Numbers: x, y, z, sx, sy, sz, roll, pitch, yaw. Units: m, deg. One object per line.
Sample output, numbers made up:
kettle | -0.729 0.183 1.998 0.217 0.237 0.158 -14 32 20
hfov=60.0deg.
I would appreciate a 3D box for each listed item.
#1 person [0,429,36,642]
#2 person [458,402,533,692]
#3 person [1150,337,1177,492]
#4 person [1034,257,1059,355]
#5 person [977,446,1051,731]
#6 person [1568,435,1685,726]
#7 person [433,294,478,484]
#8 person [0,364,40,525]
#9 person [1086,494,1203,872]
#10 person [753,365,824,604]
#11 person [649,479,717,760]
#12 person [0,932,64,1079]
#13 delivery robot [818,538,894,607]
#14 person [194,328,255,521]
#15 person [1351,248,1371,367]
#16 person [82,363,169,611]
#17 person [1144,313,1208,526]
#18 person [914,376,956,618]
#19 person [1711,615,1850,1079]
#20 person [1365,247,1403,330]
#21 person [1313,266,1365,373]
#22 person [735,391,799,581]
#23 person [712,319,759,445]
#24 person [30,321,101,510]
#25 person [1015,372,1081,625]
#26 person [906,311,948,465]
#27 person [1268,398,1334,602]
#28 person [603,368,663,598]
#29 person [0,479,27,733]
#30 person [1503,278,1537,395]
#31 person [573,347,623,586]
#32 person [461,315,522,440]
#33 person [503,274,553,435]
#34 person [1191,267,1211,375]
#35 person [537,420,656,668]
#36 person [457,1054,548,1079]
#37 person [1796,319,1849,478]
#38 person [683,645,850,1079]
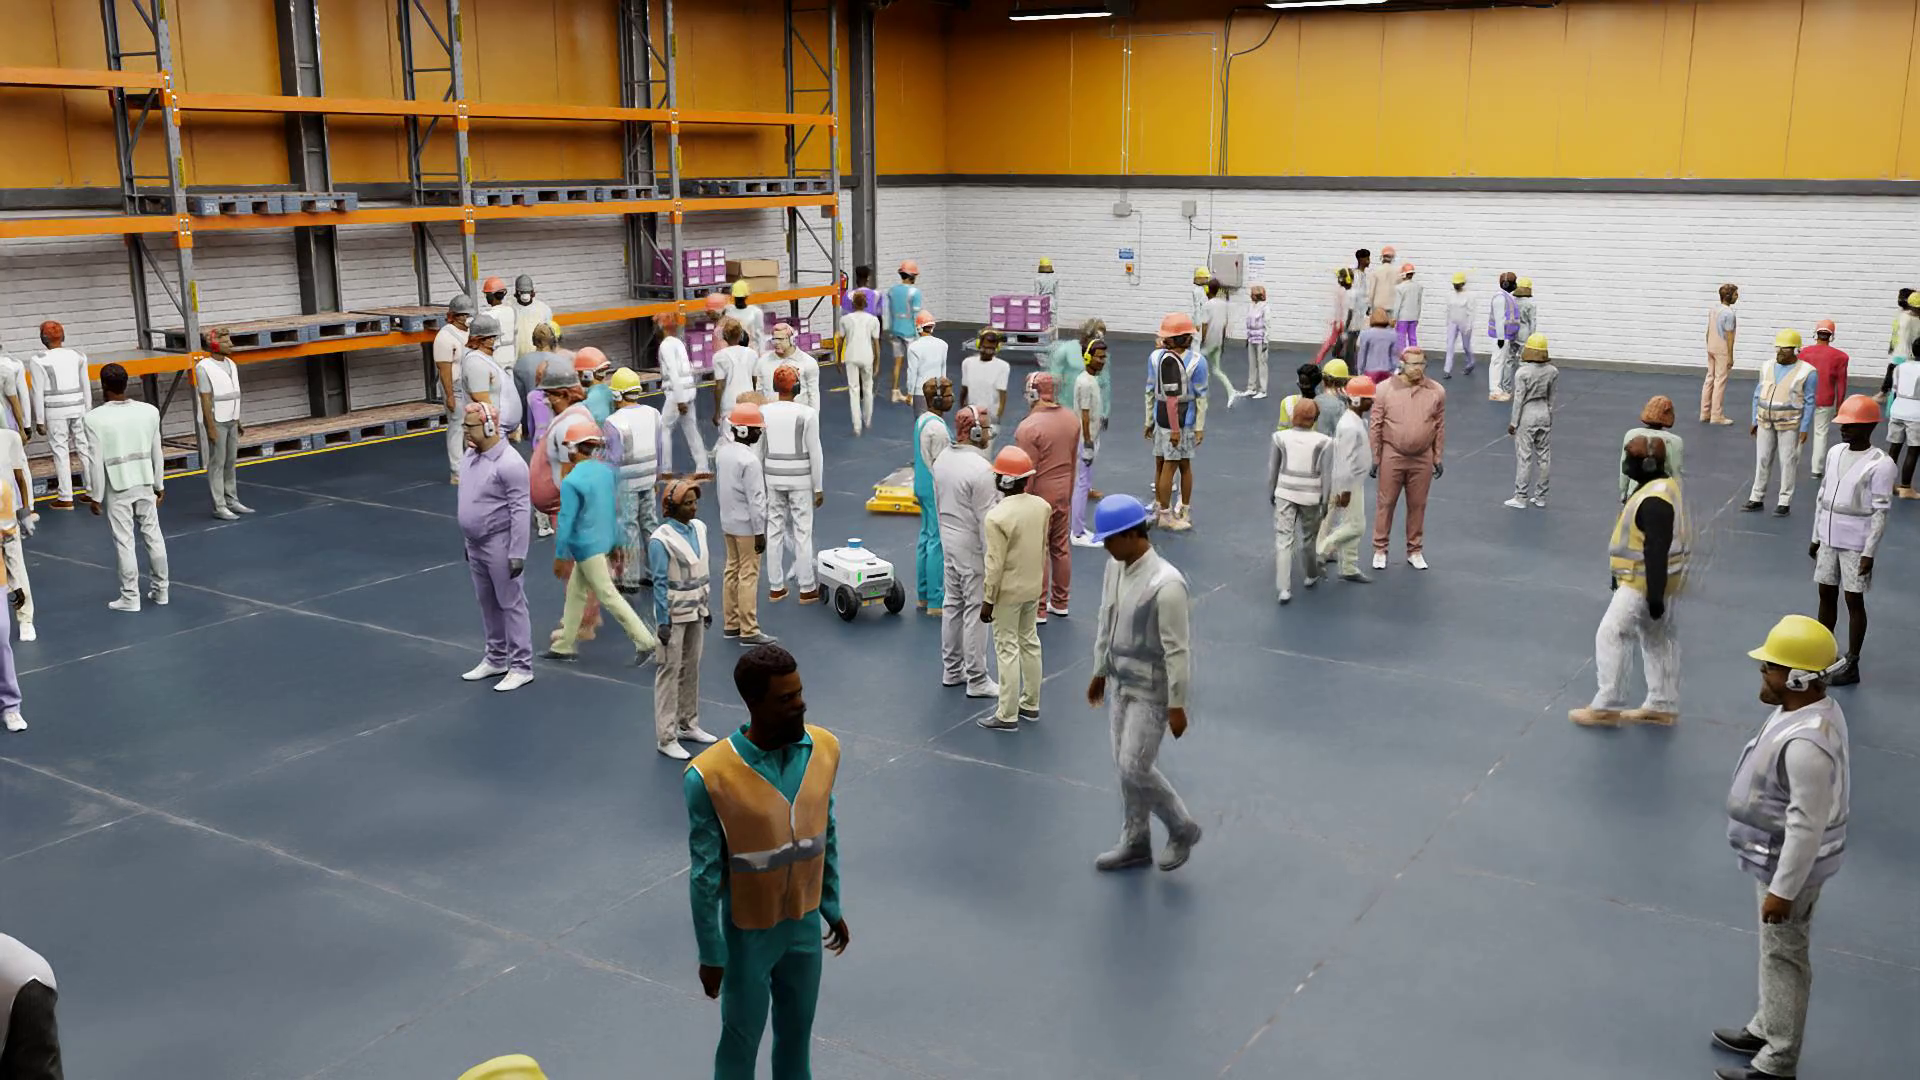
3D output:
person | -6.935 -0.164 11.928 0.502 1.862 0.328 -7 15 -28
person | -3.080 0.041 10.922 0.644 1.907 0.400 12 18 42
person | 2.170 -1.323 17.445 0.317 1.632 0.524 -1 13 -3
person | 1.509 -4.107 29.301 0.484 1.735 0.342 -7 15 -27
person | 0.318 0.292 10.160 0.321 1.755 0.563 10 16 37
person | 4.092 0.252 10.196 0.722 1.817 0.641 6 14 25
person | -5.283 -1.619 17.828 0.535 2.000 0.681 4 13 15
person | -9.120 -1.047 15.774 0.508 1.846 0.345 0 13 1
person | 0.900 0.709 8.021 0.576 1.903 0.654 -5 14 -20
person | -1.333 -0.431 13.022 0.573 1.883 0.356 4 14 16
person | -1.624 0.449 9.735 0.312 1.639 0.518 6 14 23
person | -2.472 1.591 4.168 0.592 1.922 0.392 4 14 17
delivery robot | -0.812 0.232 12.850 0.477 0.478 0.707 -8 15 -31
person | -7.154 -1.126 16.108 0.391 1.850 0.563 1 13 6
person | 6.682 -3.888 27.832 0.368 1.966 0.602 3 13 15
person | -6.415 -0.404 12.826 0.393 1.920 0.591 8 15 32
person | 2.006 -1.111 15.632 0.605 2.038 0.394 8 15 31
person | -0.174 -0.328 12.658 0.337 1.845 0.514 -4 14 -18
person | 3.051 1.171 6.179 0.404 1.834 0.591 6 14 25
person | 7.225 -3.996 28.354 0.661 1.954 0.490 -2 13 -9
person | 6.201 -3.594 27.079 0.885 1.728 0.527 3 13 13
person | -1.584 -0.410 13.539 0.624 1.603 0.535 7 15 28
person | -2.290 -1.339 17.042 0.506 1.847 0.346 -7 15 -29
person | -8.921 -1.241 16.564 0.356 1.876 0.574 8 15 30
person | 0.609 -0.316 12.485 0.407 1.903 0.639 12 17 41
person | -0.394 -1.724 18.911 0.563 1.752 0.325 -12 17 -42
person | 2.702 -0.336 13.229 0.528 1.586 0.871 5 14 21
person | -2.619 -0.455 13.231 0.403 1.835 0.587 9 15 33
person | -5.934 0.258 9.969 0.582 1.919 0.401 -12 17 -41
person | 8.165 -2.943 24.244 0.483 1.735 0.318 12 18 43
person | -2.887 -0.554 13.329 0.406 1.986 0.616 6 14 25
person | -4.347 -1.081 15.496 0.536 2.000 0.677 -4 14 -16
person | -5.445 -2.334 20.928 0.682 2.000 0.537 -3 13 -13
person | 3.838 -3.471 26.516 0.294 1.744 0.486 4 14 18
person | -2.496 0.039 11.407 0.909 1.697 0.622 3 13 12
person | -0.907 1.862 3.357 0.339 1.761 0.524 -6 14 -23
person | 9.341 -1.540 18.154 0.576 1.737 0.355 5 14 22
person | -0.637 1.271 5.555 0.596 1.921 0.385 -12 18 -42
